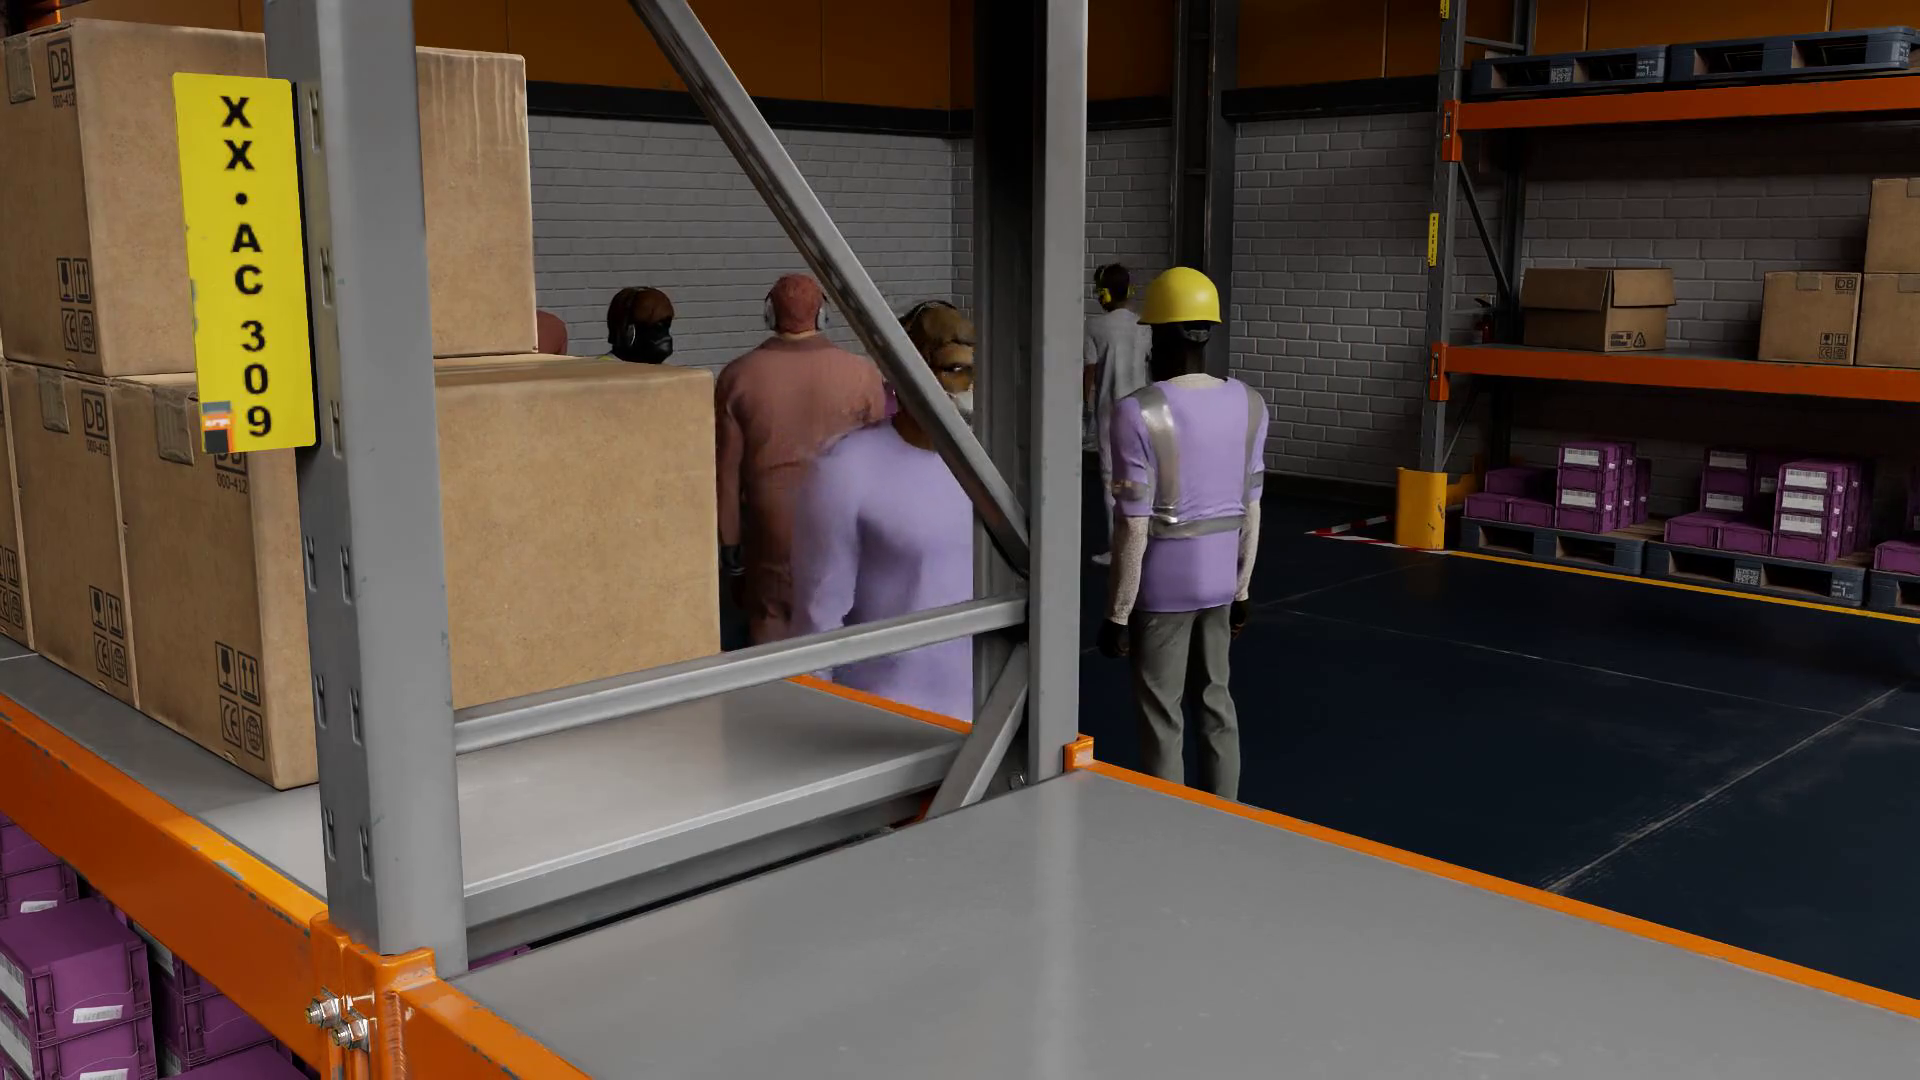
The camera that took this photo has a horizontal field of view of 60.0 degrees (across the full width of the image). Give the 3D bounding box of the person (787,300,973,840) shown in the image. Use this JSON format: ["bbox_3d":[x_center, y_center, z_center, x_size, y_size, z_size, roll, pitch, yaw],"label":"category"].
[{"bbox_3d":[-0.061,0.402,3.801,0.652,1.878,1.035,-10,14,-44],"label":"person"}]

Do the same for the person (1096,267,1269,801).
[{"bbox_3d":[0.662,0.141,5.080,0.594,1.926,0.366,-7,13,-35],"label":"person"}]

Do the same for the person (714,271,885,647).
[{"bbox_3d":[-0.585,-0.050,6.231,0.660,1.893,0.434,-1,10,-3],"label":"person"}]

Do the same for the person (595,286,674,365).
[{"bbox_3d":[-1.153,-0.003,6.108,0.429,1.843,0.622,4,11,21],"label":"person"}]

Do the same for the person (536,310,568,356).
[{"bbox_3d":[-2.223,-0.487,8.327,0.382,1.994,0.608,8,13,38],"label":"person"}]

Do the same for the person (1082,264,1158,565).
[{"bbox_3d":[1.027,-0.734,10.100,0.636,1.850,0.432,-3,11,-14],"label":"person"}]
